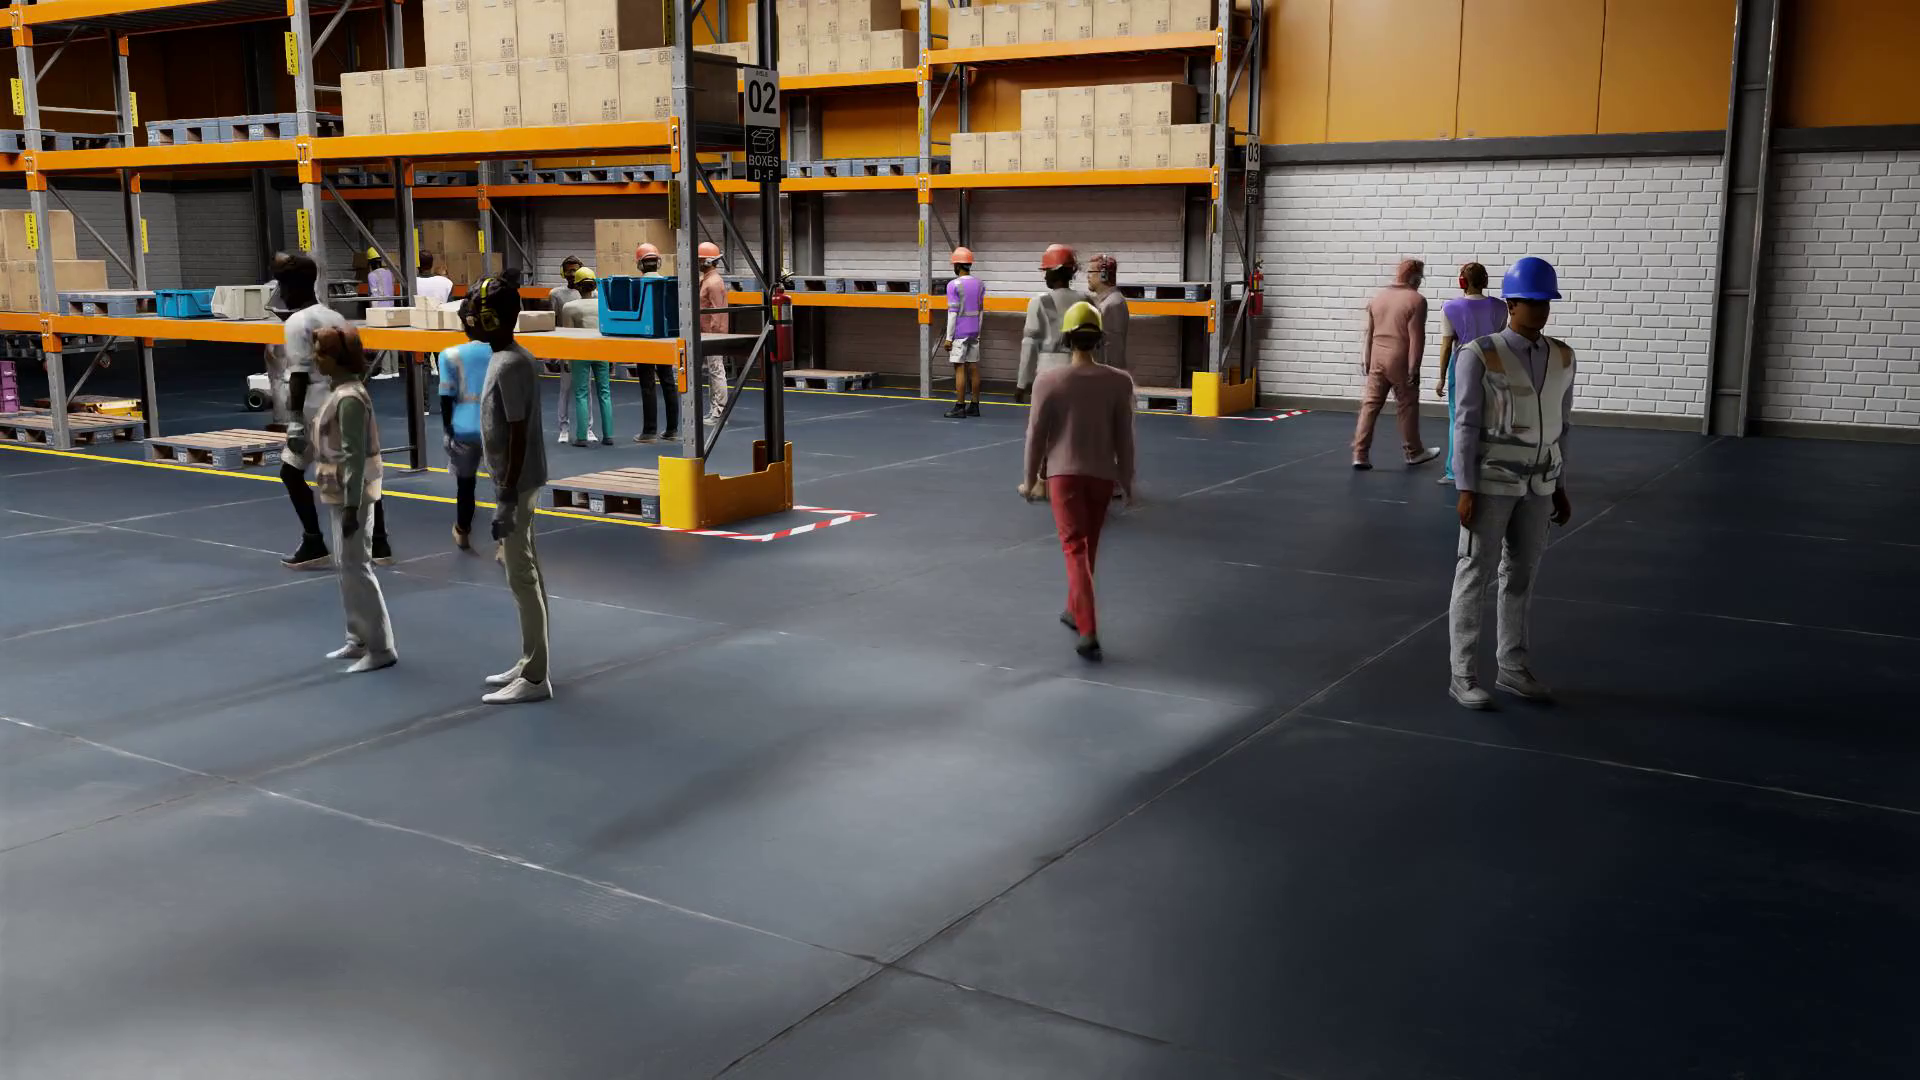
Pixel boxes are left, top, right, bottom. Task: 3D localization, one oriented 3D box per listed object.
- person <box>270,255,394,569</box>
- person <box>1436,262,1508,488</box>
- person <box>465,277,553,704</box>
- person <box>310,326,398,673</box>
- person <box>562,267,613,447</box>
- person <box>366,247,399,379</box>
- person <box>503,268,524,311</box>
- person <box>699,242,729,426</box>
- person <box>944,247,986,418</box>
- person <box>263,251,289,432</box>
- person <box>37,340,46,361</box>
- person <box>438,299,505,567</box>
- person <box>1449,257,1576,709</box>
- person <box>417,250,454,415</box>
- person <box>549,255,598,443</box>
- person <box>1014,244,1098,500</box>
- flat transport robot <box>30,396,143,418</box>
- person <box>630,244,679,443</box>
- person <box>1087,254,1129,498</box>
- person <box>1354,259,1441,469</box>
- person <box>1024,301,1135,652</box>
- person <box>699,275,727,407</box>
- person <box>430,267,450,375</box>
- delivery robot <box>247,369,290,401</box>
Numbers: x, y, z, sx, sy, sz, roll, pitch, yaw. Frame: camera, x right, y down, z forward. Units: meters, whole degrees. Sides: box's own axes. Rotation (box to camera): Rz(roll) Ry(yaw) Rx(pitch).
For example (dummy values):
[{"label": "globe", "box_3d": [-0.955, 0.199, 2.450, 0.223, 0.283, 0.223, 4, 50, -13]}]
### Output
[{"label": "person", "box_3d": [-3.901, -0.768, 10.192, 0.701, 1.921, 0.719, 2, 10, 9]}, {"label": "person", "box_3d": [4.181, -1.340, 13.605, 0.566, 1.842, 0.389, -1, 10, -8]}, {"label": "person", "box_3d": [-1.975, -0.208, 7.294, 0.329, 1.859, 0.518, -2, 10, -9]}, {"label": "person", "box_3d": [-2.867, -0.182, 7.834, 0.315, 1.634, 0.561, -5, 11, -24]}, {"label": "person", "box_3d": [-3.653, -1.794, 16.358, 0.528, 1.759, 0.343, -6, 12, -32]}, {"label": "person", "box_3d": [-8.436, -3.297, 24.220, 0.382, 1.923, 0.591, 2, 10, 11]}, {"label": "person", "box_3d": [-5.517, -2.569, 20.884, 0.693, 1.669, 0.548, -6, 12, -30]}, {"label": "person", "box_3d": [-2.721, -2.249, 18.214, 0.378, 1.996, 0.610, -2, 10, -10]}, {"label": "person", "box_3d": [0.035, -2.353, 18.946, 0.349, 1.942, 0.545, 10, 14, 43]}, {"label": "person", "box_3d": [-6.978, -2.054, 17.397, 0.864, 1.913, 0.640, 6, 12, 30]}, {"label": "person", "box_3d": [-15.355, -3.811, 27.896, 0.499, 1.629, 0.273, 6, 12, 31]}, {"label": "person", "box_3d": [-3.034, -0.695, 10.530, 0.552, 1.656, 0.877, -5, 11, -25]}, {"label": "person", "box_3d": [2.405, -0.243, 7.234, 0.605, 1.949, 0.399, -4, 11, -19]}, {"label": "person", "box_3d": [-6.152, -2.398, 19.300, 0.582, 1.911, 0.392, -5, 11, -24]}, {"label": "person", "box_3d": [-3.842, -1.903, 16.648, 0.523, 1.870, 0.317, -4, 11, -21]}, {"label": "person", "box_3d": [0.762, -1.229, 12.582, 0.624, 1.997, 1.050, -7, 13, -36]}, {"label": "flat transport robot", "box_3d": [-9.840, -1.496, 18.826, 1.431, 0.197, 0.652, 6, 12, 31]}, {"label": "person", "box_3d": [-3.084, -1.963, 16.665, 0.403, 1.982, 0.623, 10, 14, 43]}, {"label": "person", "box_3d": [1.117, -1.282, 13.104, 0.401, 1.910, 0.640, 0, 10, 1]}, {"label": "person", "box_3d": [3.876, -1.552, 14.755, 0.992, 1.840, 0.773, -7, 12, -34]}, {"label": "person", "box_3d": [0.602, -0.326, 8.320, 0.536, 1.722, 0.898, -2, 10, -13]}, {"label": "person", "box_3d": [-2.829, -2.117, 18.489, 0.498, 1.633, 0.285, -4, 11, -21]}, {"label": "person", "box_3d": [-7.799, -3.288, 25.005, 0.285, 1.626, 0.493, 4, 11, 23]}, {"label": "delivery robot", "box_3d": [-8.088, -1.863, 19.814, 0.707, 0.478, 0.477, -1, 10, -6]}]
